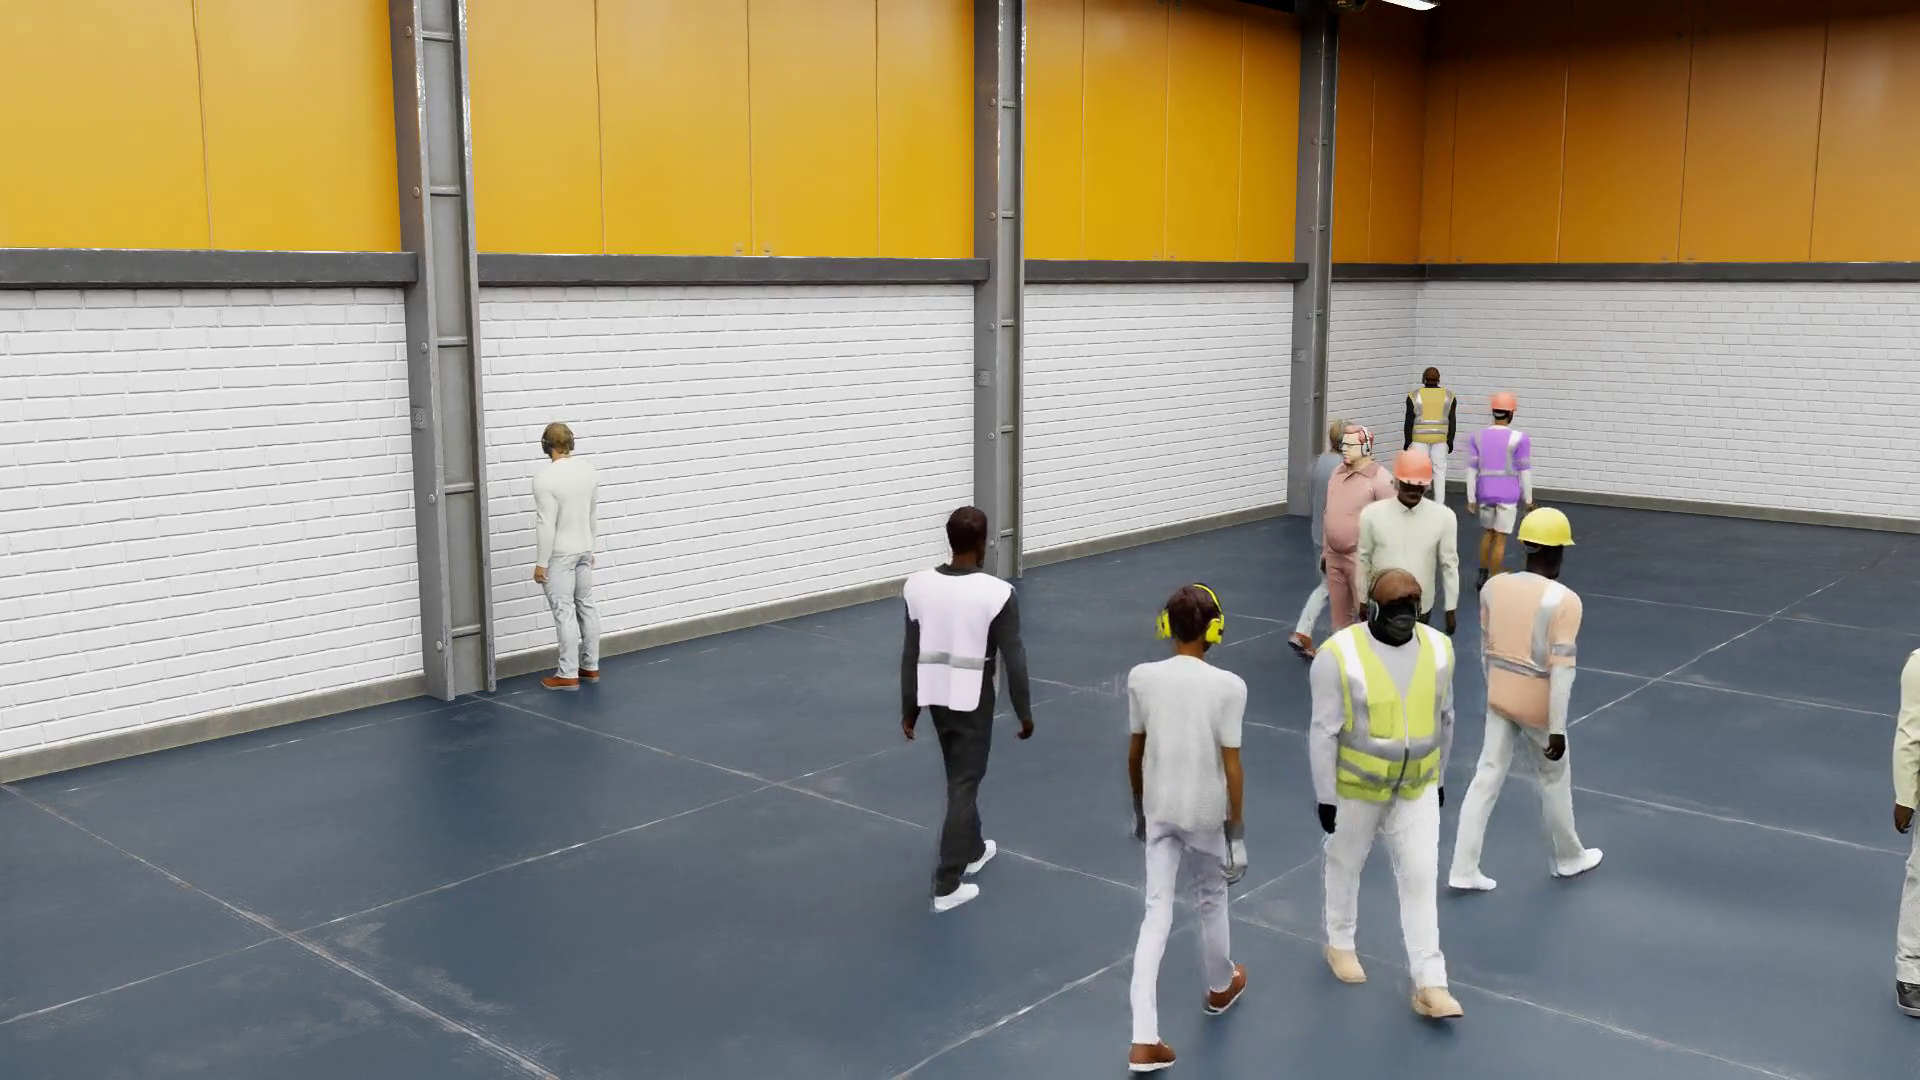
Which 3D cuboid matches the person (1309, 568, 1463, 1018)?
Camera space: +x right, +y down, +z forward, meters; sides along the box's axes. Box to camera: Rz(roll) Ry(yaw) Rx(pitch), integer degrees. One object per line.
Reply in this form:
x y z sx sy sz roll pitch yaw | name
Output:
1.741 1.014 6.742 0.652 1.798 0.904 -1 9 -8 | person

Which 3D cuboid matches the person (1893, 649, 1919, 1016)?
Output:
4.047 1.016 6.633 0.601 1.830 0.403 1 9 7 | person

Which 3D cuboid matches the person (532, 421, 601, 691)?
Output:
-2.835 0.115 11.963 0.366 1.935 0.630 4 10 26 | person

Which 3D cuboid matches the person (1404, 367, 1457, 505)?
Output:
5.853 -1.238 20.759 0.635 1.840 0.429 1 9 5 | person

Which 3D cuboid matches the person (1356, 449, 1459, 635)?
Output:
2.822 0.351 10.556 0.624 1.934 0.971 1 9 8 | person

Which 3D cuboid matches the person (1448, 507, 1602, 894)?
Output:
2.745 0.770 8.040 0.985 1.873 0.606 -5 11 -31 | person

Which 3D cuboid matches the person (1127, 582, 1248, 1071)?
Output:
0.875 1.070 6.399 0.530 1.812 1.019 5 10 26 | person

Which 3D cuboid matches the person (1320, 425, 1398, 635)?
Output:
2.828 0.123 12.001 0.406 1.911 0.639 -5 11 -30 | person

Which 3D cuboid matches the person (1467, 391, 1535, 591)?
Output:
4.989 -0.412 15.331 0.553 1.919 0.513 8 12 43 | person

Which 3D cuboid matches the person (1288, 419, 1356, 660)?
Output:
2.848 0.016 12.719 0.679 1.898 0.701 -2 9 -12 | person

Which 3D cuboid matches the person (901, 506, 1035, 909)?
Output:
0.081 0.770 8.021 0.606 1.883 0.879 6 11 32 | person
